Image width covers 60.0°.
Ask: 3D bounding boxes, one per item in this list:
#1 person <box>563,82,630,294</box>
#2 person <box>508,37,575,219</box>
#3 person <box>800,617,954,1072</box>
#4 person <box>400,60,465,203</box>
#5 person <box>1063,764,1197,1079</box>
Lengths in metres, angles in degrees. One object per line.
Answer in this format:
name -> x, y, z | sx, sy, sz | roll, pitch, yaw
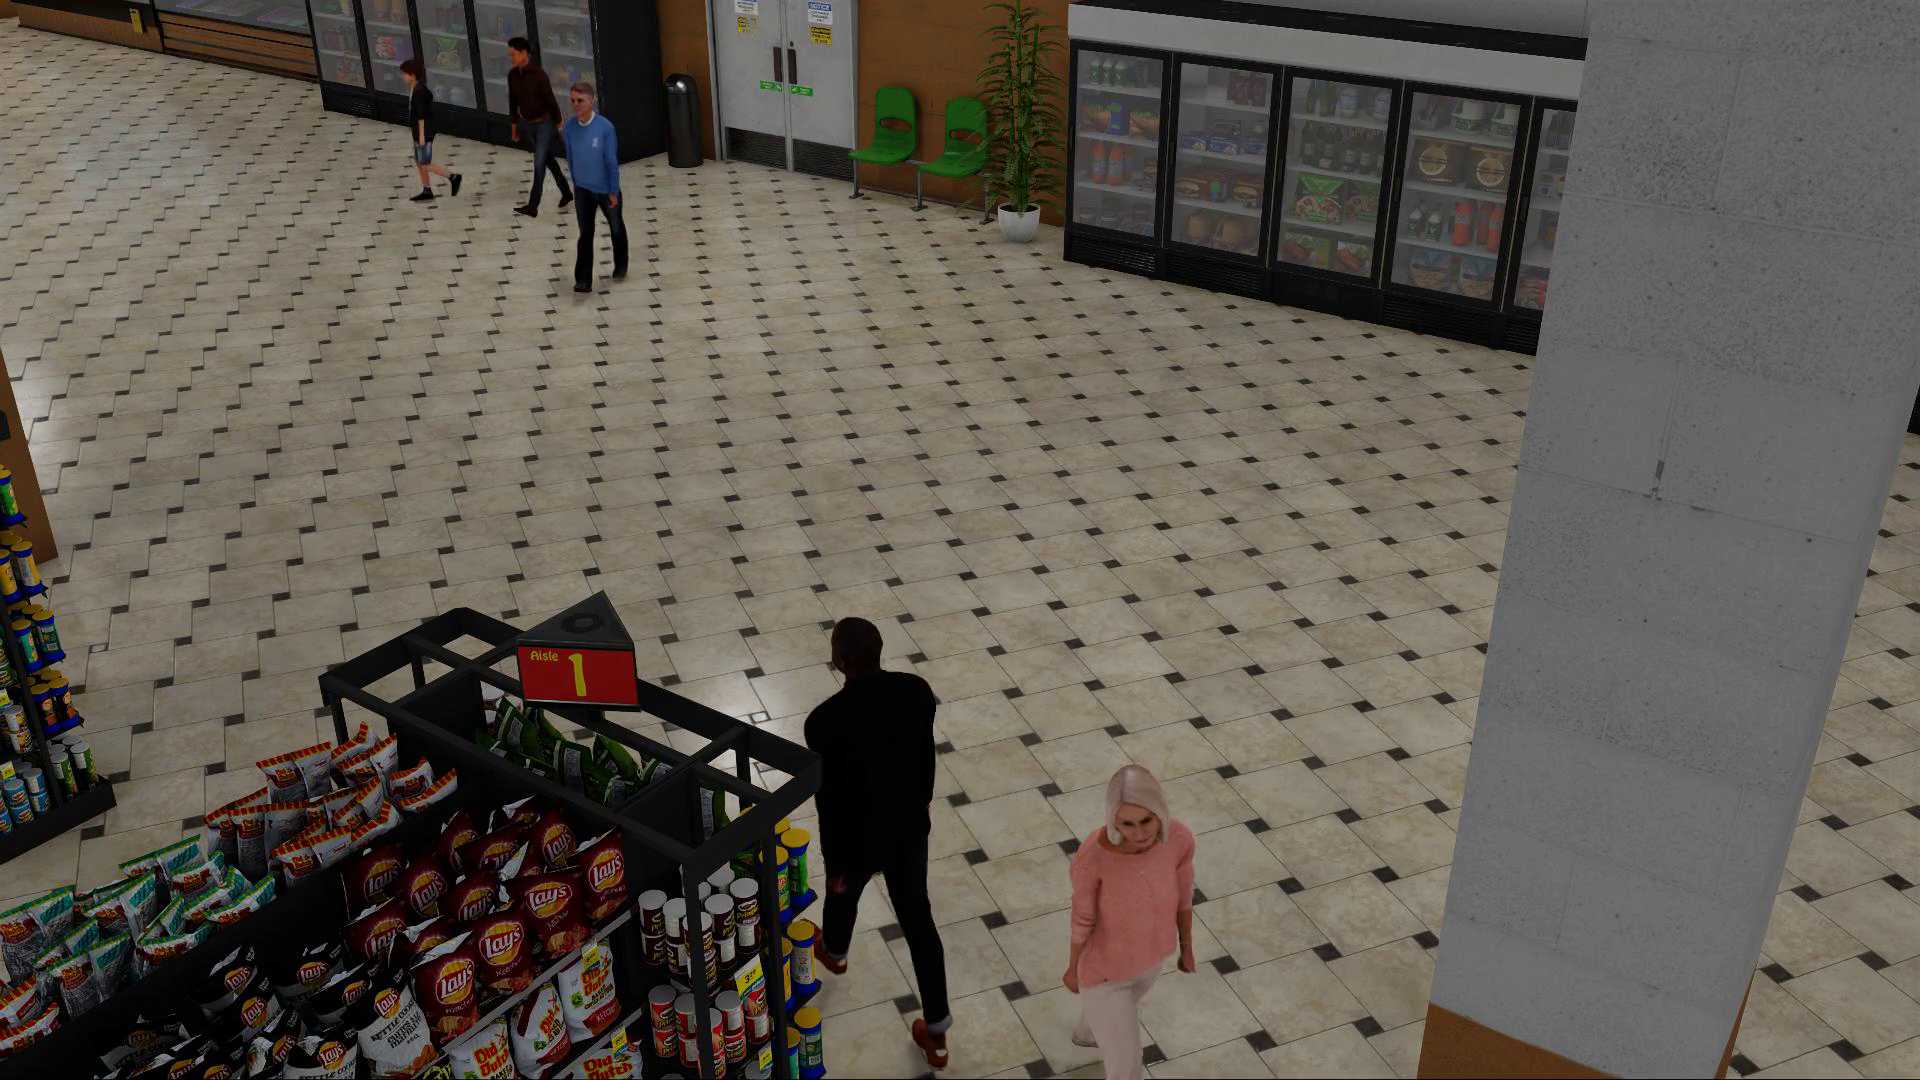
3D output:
person -> -3.100, -3.069, 14.424 | 1.024, 1.764, 1.255 | 3, 27, 6
person -> -4.102, -4.099, 16.505 | 0.753, 1.719, 1.140 | 11, 29, 21
person -> -0.255, 1.152, 6.101 | 1.274, 1.764, 1.117 | -15, 30, -27
person -> -5.400, -4.137, 16.894 | 0.878, 1.435, 0.774 | -9, 28, -18
person -> 0.539, 1.400, 5.714 | 1.149, 1.671, 1.059 | -17, 31, -29
